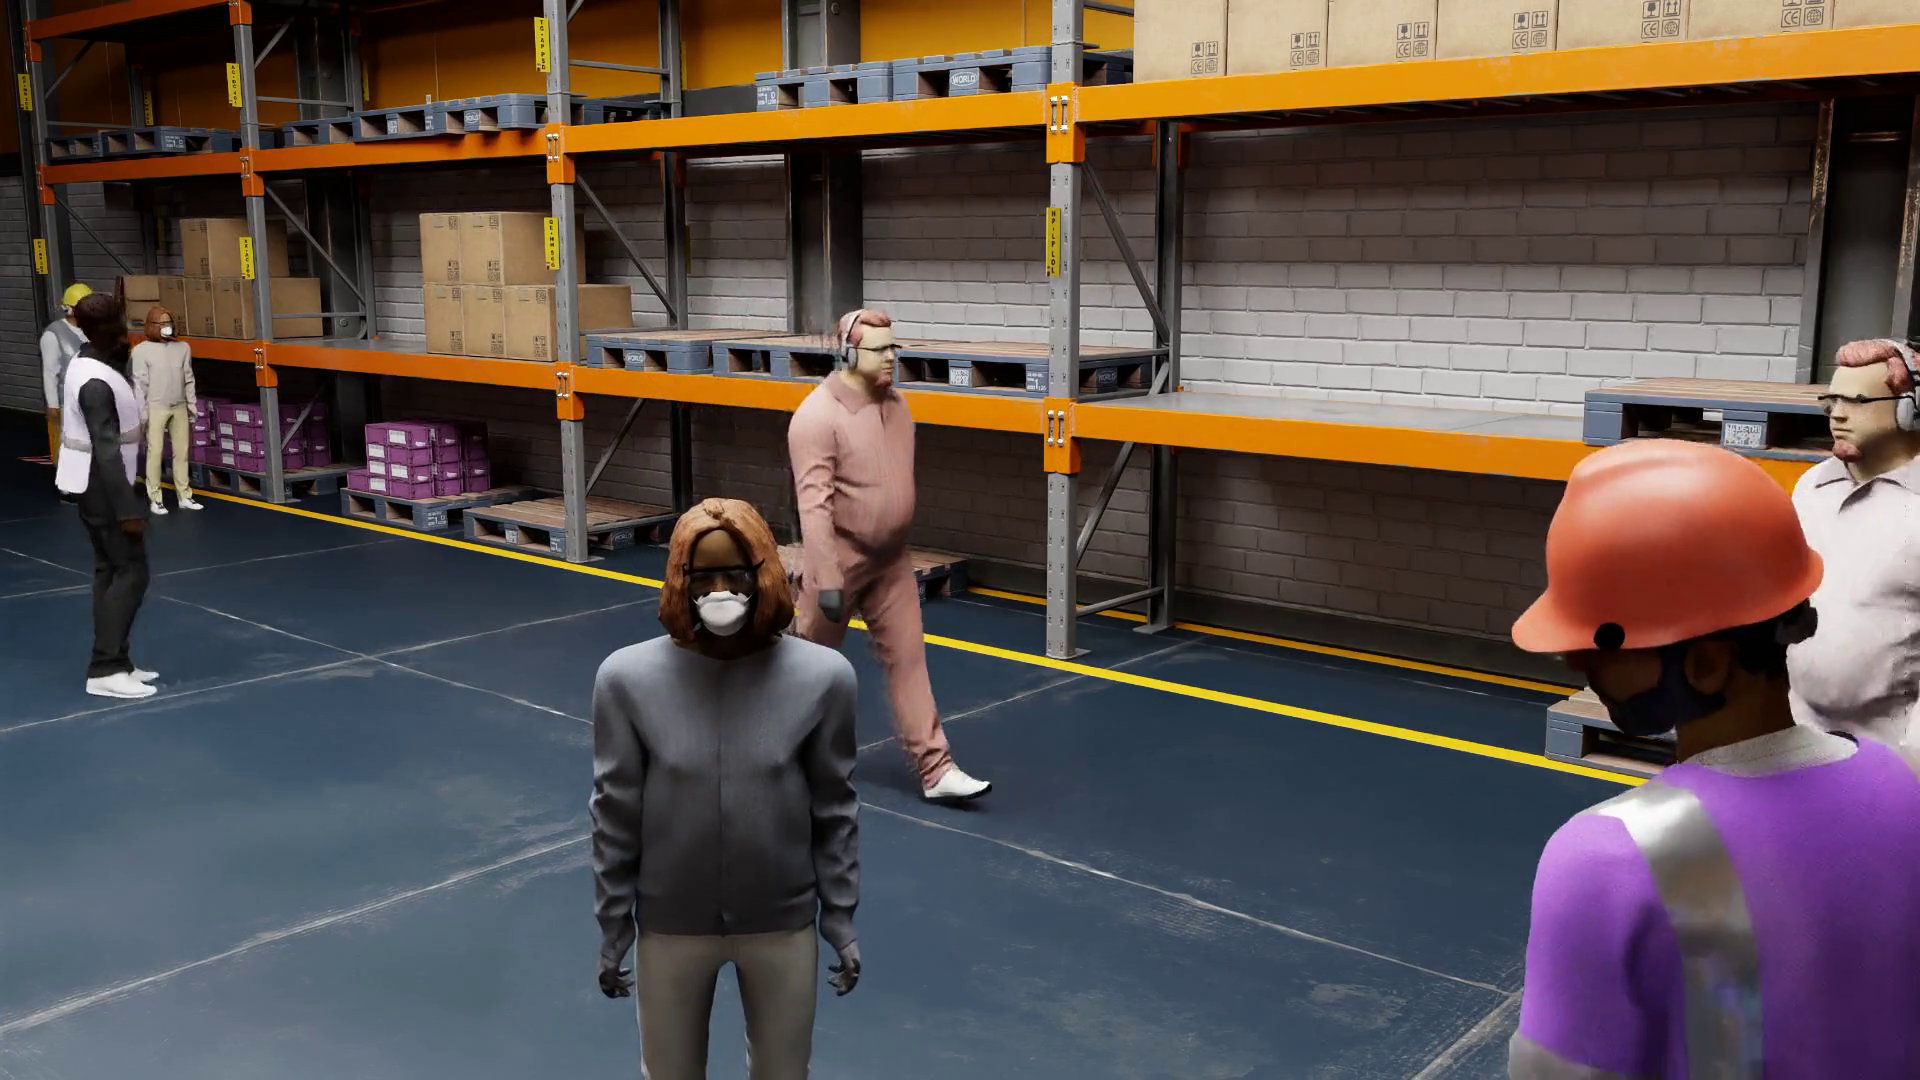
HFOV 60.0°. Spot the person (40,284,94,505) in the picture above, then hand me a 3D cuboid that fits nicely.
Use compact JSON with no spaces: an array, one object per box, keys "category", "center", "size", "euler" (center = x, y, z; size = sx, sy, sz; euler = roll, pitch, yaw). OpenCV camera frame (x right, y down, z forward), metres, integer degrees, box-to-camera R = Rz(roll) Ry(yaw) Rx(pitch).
[{"category":"person","center":[-7.081,-1.159,13.416],"size":[0.612,1.793,0.617],"euler":[4,11,22]}]

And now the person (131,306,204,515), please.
[{"category":"person","center":[-6.219,-1.013,13.043],"size":[0.283,1.626,0.503],"euler":[6,12,30]}]

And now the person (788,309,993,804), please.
[{"category":"person","center":[-0.353,0.071,6.221],"size":[1.014,1.848,0.661],"euler":[8,13,39]}]

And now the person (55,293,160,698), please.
[{"category":"person","center":[-3.980,-0.199,7.730],"size":[0.381,1.884,0.637],"euler":[-6,12,-33]}]

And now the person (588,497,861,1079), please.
[{"category":"person","center":[-0.430,0.727,3.097],"size":[0.497,1.634,0.278],"euler":[-2,10,-9]}]

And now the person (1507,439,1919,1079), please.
[{"category":"person","center":[0.797,0.815,1.915],"size":[0.590,1.873,0.966],"euler":[-4,11,-22]}]

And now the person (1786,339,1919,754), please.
[{"category":"person","center":[2.191,0.445,4.068],"size":[0.990,1.853,0.653],"euler":[-4,11,-20]}]
